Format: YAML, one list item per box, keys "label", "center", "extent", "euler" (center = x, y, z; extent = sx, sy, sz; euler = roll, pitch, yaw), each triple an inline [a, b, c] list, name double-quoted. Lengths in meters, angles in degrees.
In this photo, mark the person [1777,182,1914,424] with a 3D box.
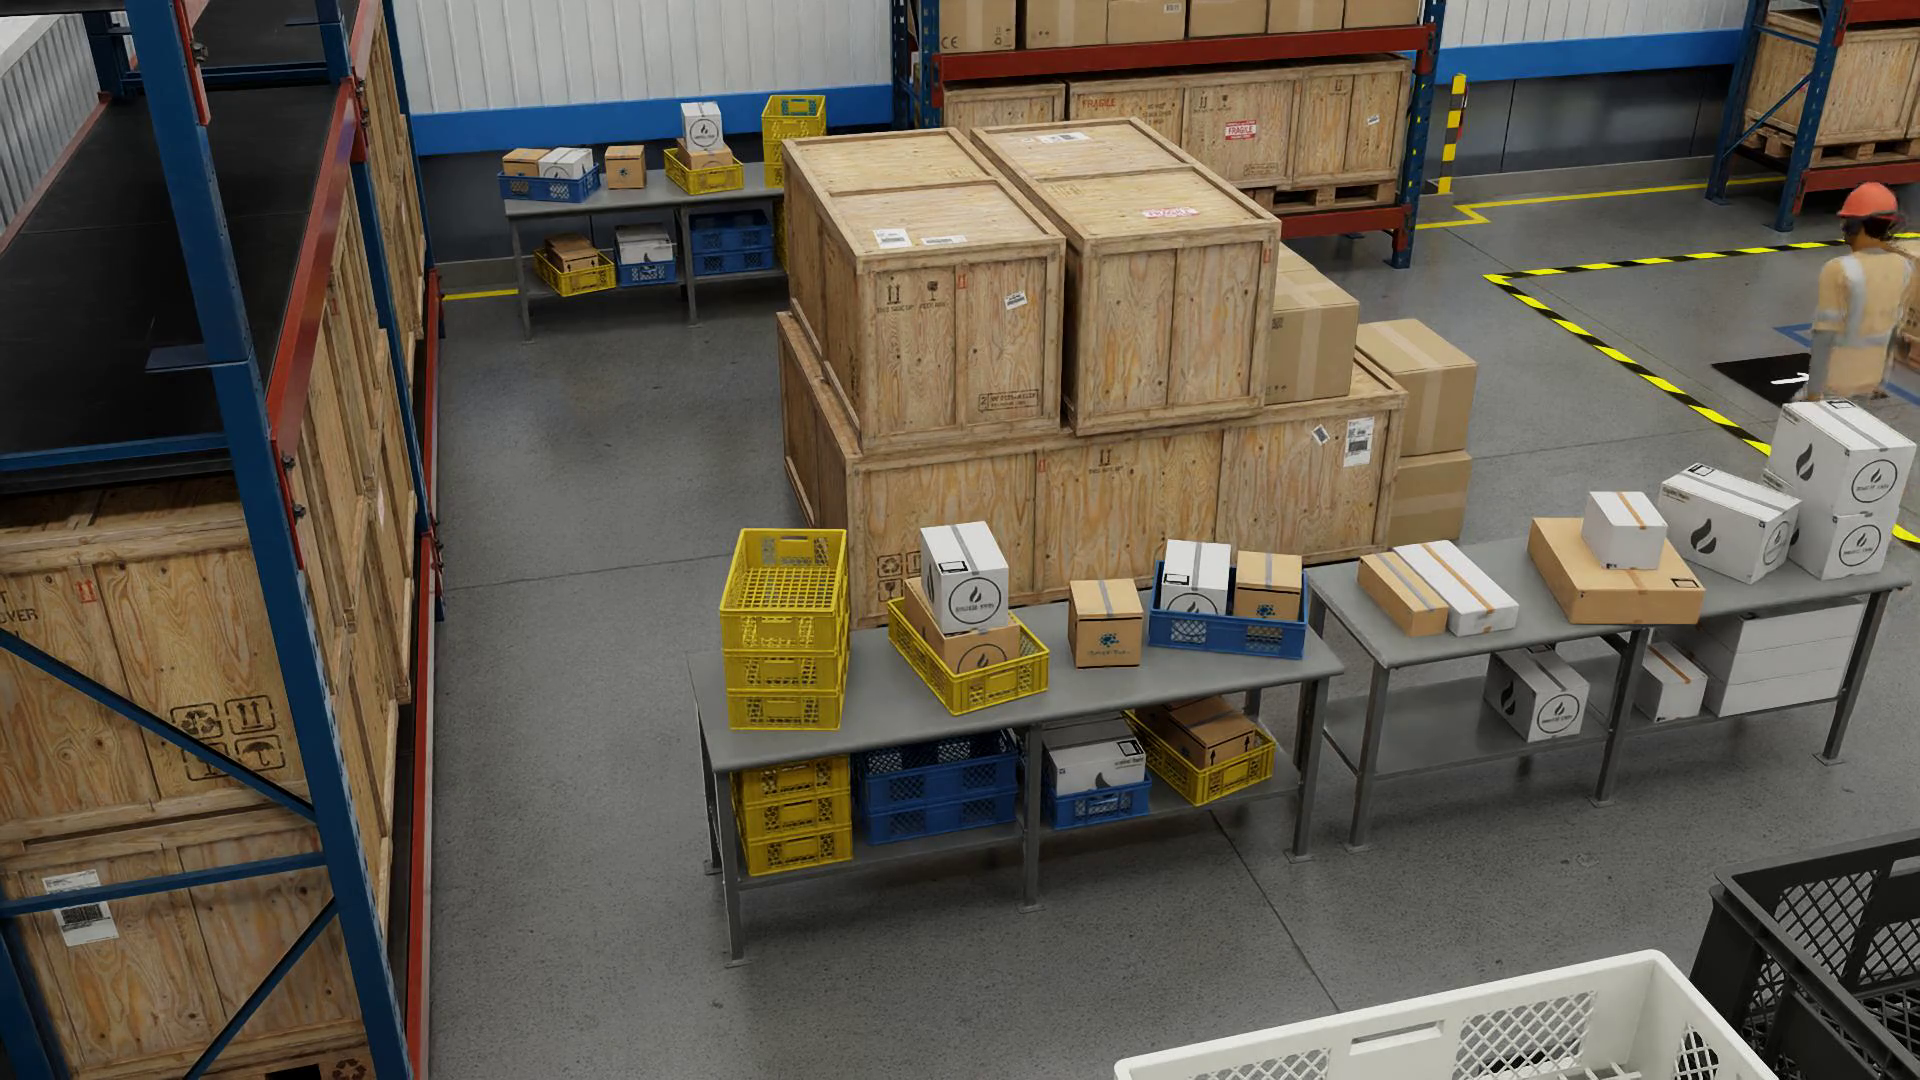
- label: "person"
  center: [4.719, -0.884, 8.918]
  extent: [0.642, 2.004, 0.635]
  euler: [-11, 31, -20]
